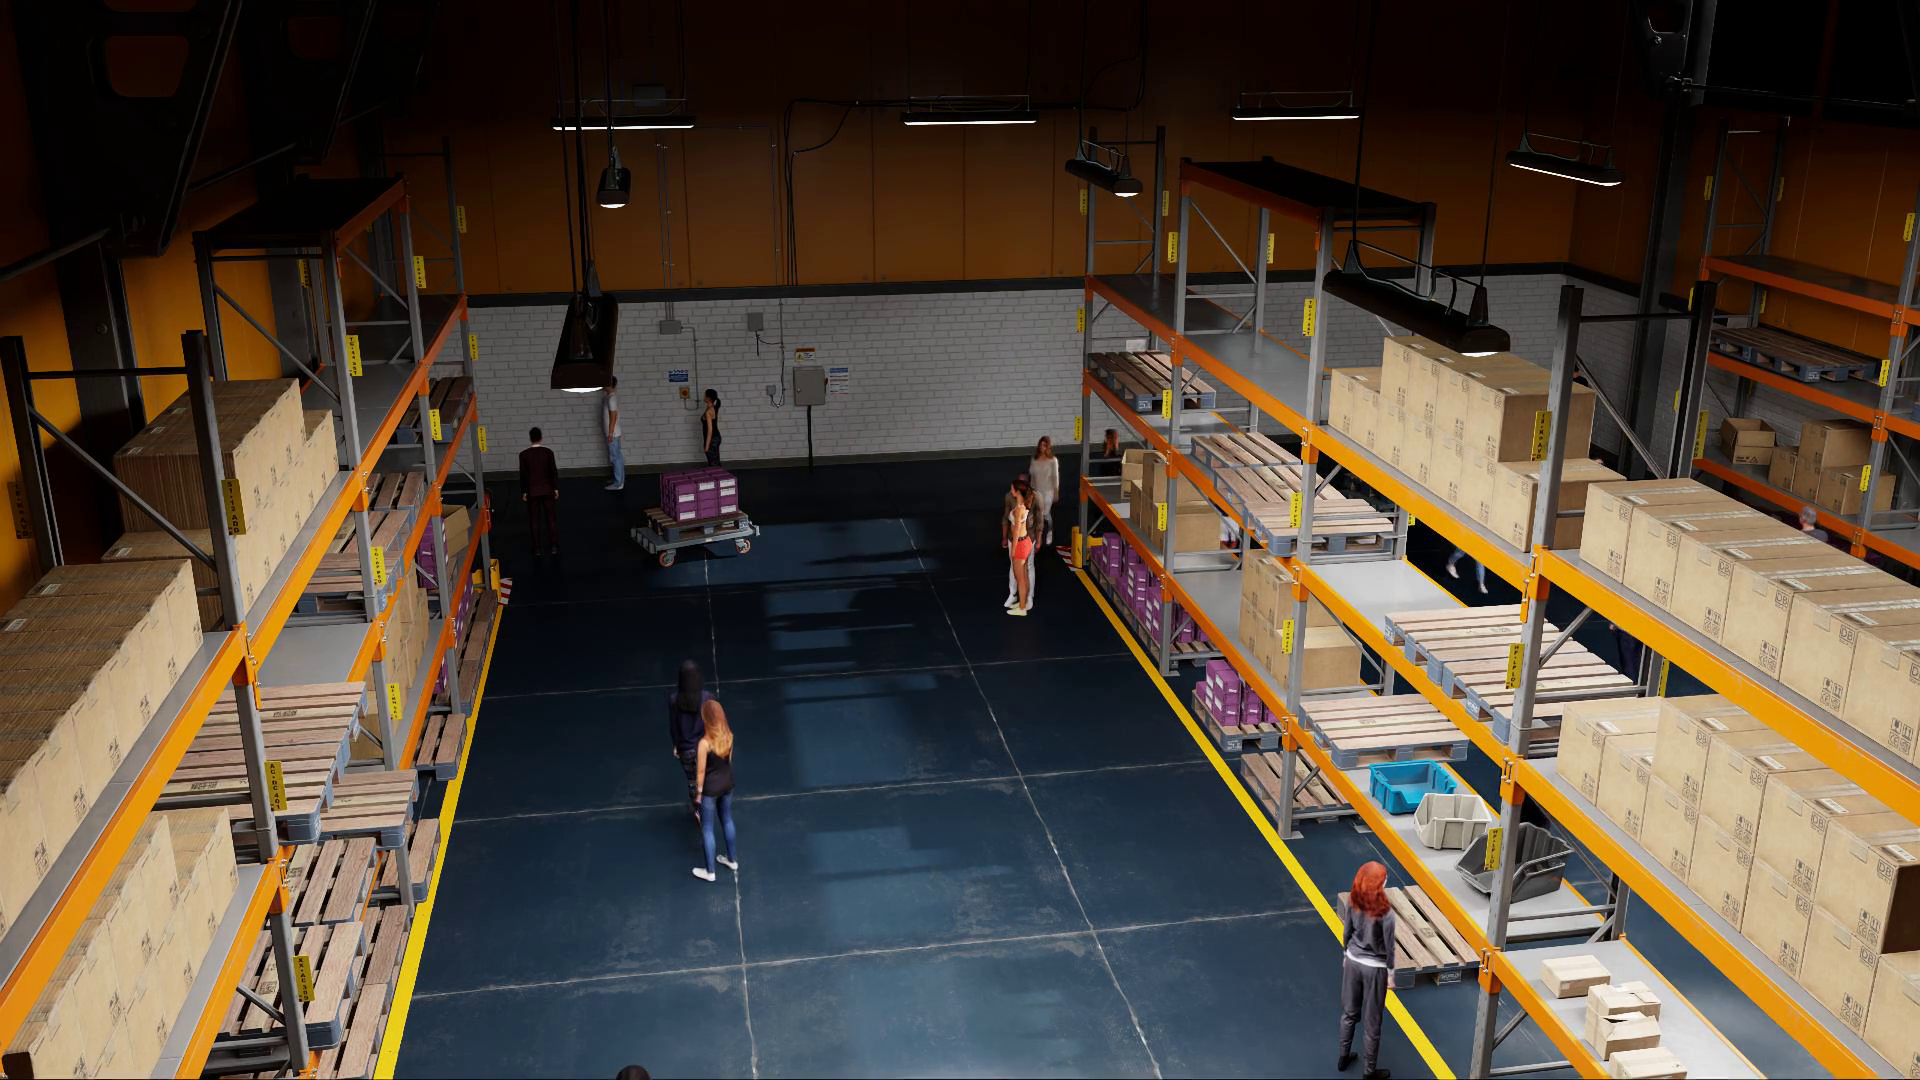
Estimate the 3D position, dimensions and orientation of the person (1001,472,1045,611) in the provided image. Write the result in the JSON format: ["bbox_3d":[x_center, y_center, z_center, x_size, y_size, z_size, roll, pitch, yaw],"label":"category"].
[{"bbox_3d":[0.812,-0.020,21.636,0.800,1.825,0.773,6,20,18],"label":"person"}]

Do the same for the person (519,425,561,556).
[{"bbox_3d":[-5.958,-0.706,23.608,0.705,1.866,0.631,-6,19,-16],"label":"person"}]

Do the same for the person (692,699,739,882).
[{"bbox_3d":[-2.198,2.250,15.056,0.725,1.721,0.670,14,23,35],"label":"person"}]

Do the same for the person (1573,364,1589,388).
[{"bbox_3d":[10.230,-2.133,27.858,0.715,1.859,0.700,6,20,17],"label":"person"}]

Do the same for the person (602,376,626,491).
[{"bbox_3d":[-5.558,-1.743,26.690,0.743,1.865,0.513,-1,19,-4],"label":"person"}]

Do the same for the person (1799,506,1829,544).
[{"bbox_3d":[10.177,0.484,20.128,0.782,1.831,0.676,-6,20,-17],"label":"person"}]

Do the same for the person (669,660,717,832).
[{"bbox_3d":[-2.532,1.980,15.863,0.682,1.719,0.907,-1,19,-2],"label":"person"}]

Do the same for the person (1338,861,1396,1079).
[{"bbox_3d":[2.997,3.164,12.253,0.713,1.779,0.605,-16,24,-39],"label":"person"}]

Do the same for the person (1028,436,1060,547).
[{"bbox_3d":[1.235,-0.703,23.870,0.790,1.694,0.845,13,22,33],"label":"person"}]

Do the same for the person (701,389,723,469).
[{"bbox_3d":[-3.905,-1.550,26.327,0.713,1.730,0.596,4,19,12],"label":"person"}]

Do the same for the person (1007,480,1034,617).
[{"bbox_3d":[0.788,0.089,21.367,0.711,1.789,0.614,5,19,15],"label":"person"}]
